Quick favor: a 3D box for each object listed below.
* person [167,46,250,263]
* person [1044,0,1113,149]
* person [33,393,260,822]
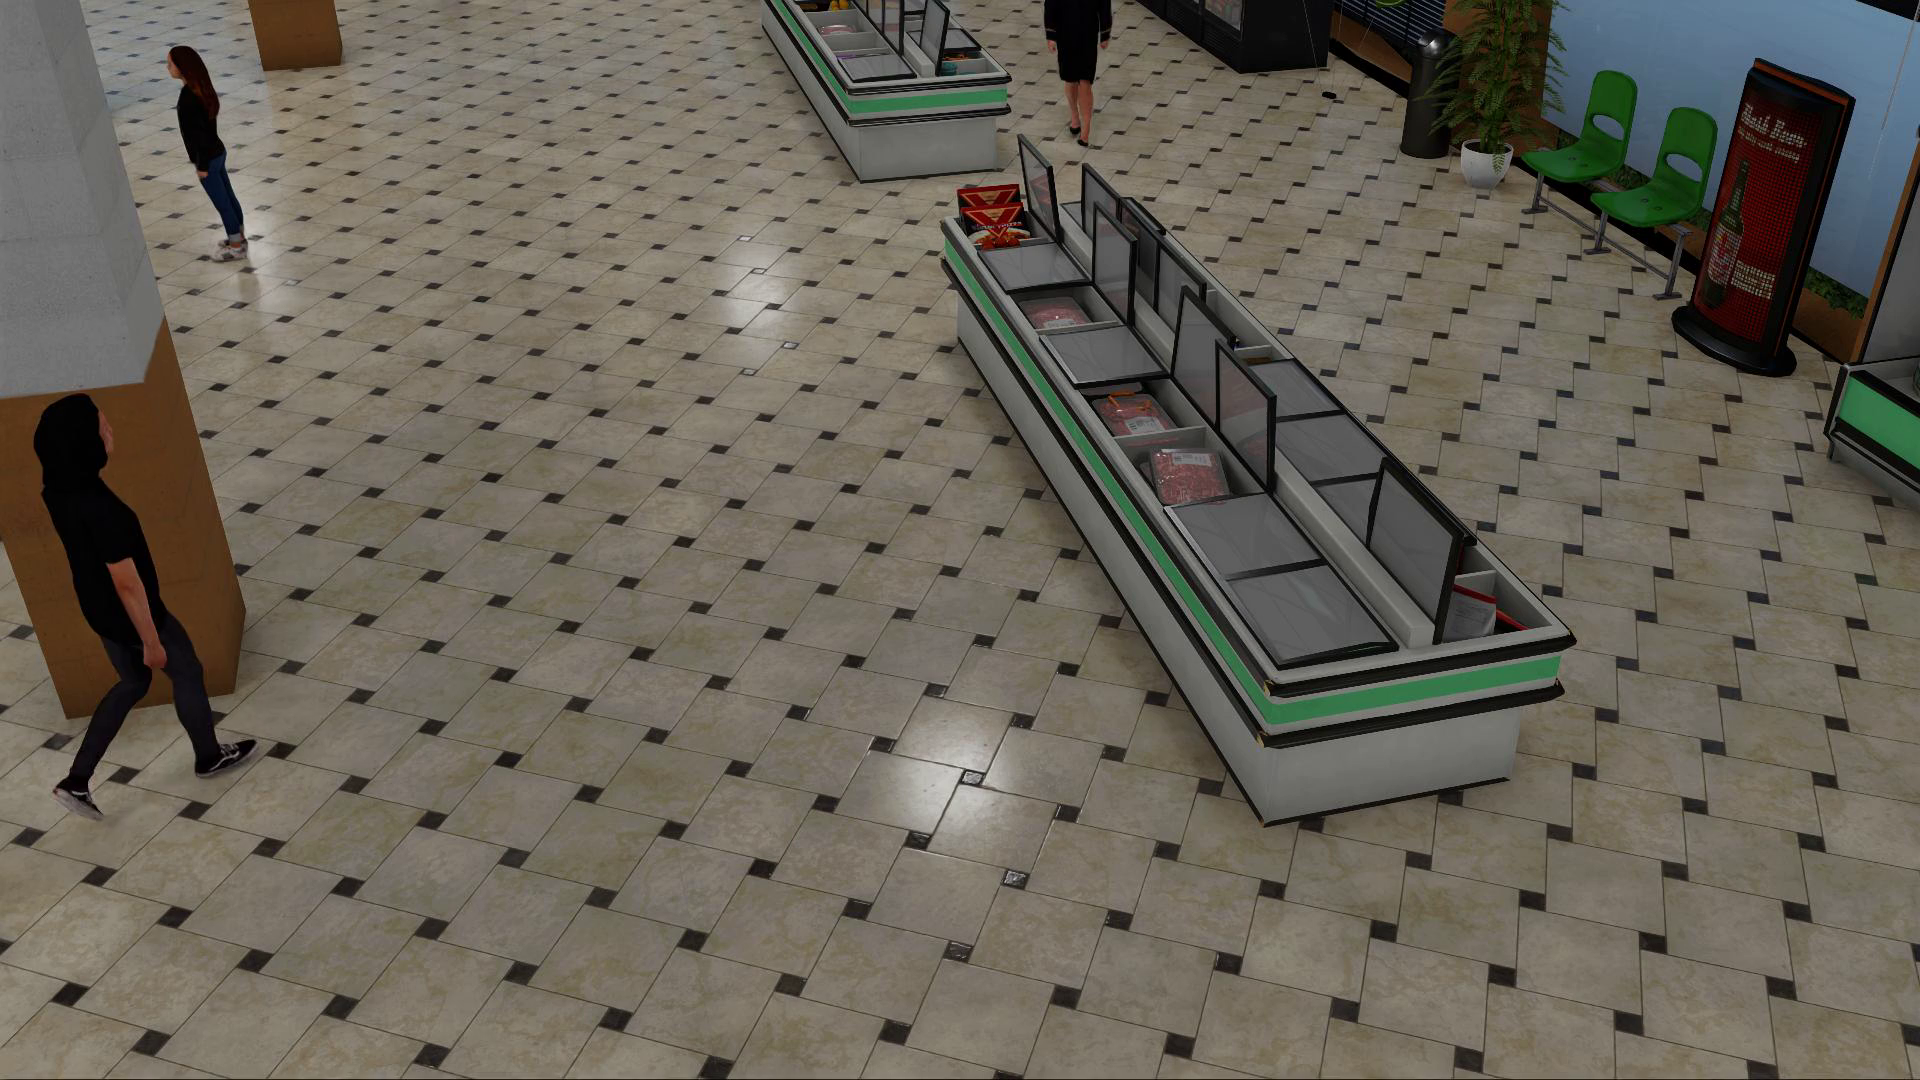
[{"bbox_3d":[-5.166,-2.660,11.442,0.638,1.483,0.454,-5,32,-8],"label":"person"},{"bbox_3d":[0.949,-4.072,13.577,0.922,1.624,1.130,2,32,4],"label":"person"},{"bbox_3d":[-3.280,0.321,6.389,1.074,1.761,1.084,22,38,31],"label":"person"}]
